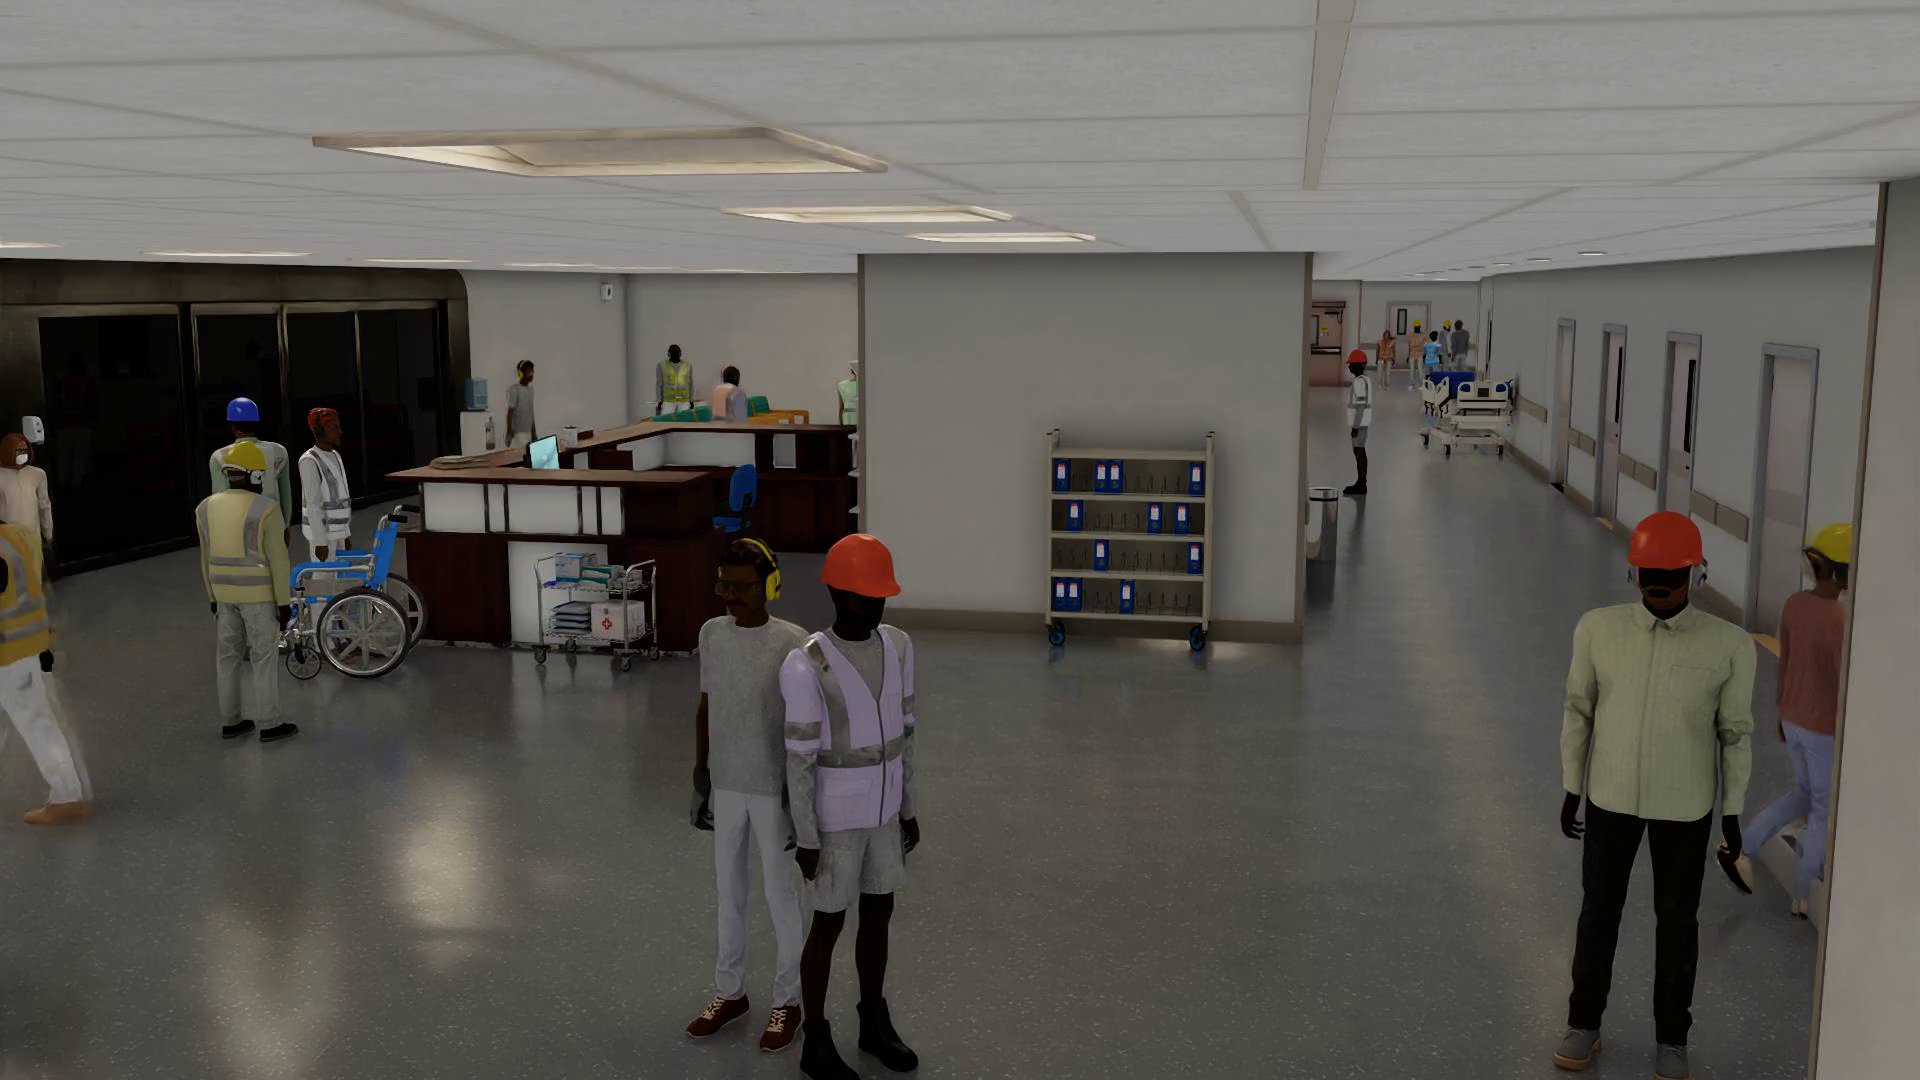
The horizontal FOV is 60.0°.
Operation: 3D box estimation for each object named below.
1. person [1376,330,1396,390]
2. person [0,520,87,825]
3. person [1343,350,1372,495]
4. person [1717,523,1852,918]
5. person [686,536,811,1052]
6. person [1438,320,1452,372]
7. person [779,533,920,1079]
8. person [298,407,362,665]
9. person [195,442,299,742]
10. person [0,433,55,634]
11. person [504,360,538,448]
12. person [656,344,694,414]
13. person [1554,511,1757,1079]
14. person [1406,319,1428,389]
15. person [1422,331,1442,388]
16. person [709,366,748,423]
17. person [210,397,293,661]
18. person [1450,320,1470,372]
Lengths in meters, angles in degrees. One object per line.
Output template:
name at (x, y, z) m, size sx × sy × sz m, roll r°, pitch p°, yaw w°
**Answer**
person at (11.615, -4.903, 45.376) m, size 0.537 × 1.614 × 0.578 m, roll 2°, pitch 9°, yaw 16°
person at (-4.956, 0.587, 8.418) m, size 0.940 × 1.789 × 0.624 m, roll -3°, pitch 9°, yaw -22°
person at (5.310, -1.574, 22.271) m, size 0.372 × 1.934 × 0.551 m, roll 3°, pitch 9°, yaw 21°
person at (3.667, 0.791, 7.181) m, size 0.495 × 1.752 × 0.530 m, roll 0°, pitch 9°, yaw -1°
person at (-0.764, 0.909, 6.027) m, size 0.509 × 1.868 × 0.328 m, roll 4°, pitch 9°, yaw 23°
person at (14.421, -5.602, 49.343) m, size 0.404 × 1.833 × 0.588 m, roll -2°, pitch 9°, yaw -13°
person at (-0.348, 0.928, 5.715) m, size 0.384 × 1.929 × 0.539 m, roll 8°, pitch 12°, yaw 44°
person at (-4.623, -0.030, 12.204) m, size 0.355 × 1.882 × 0.576 m, roll -1°, pitch 9°, yaw -4°
person at (-4.317, 0.318, 10.105) m, size 0.597 × 1.824 × 0.403 m, roll 2°, pitch 9°, yaw 15°
person at (-7.389, -0.031, 13.077) m, size 0.285 × 1.627 × 0.504 m, roll 6°, pitch 10°, yaw 34°
person at (-5.588, -1.371, 21.211) m, size 0.440 × 1.850 × 0.546 m, roll 2°, pitch 9°, yaw 15°
person at (-4.688, -2.302, 27.417) m, size 0.633 × 1.843 × 0.429 m, roll -4°, pitch 9°, yaw -22°
person at (2.383, 0.887, 5.742) m, size 0.611 × 1.996 × 0.387 m, roll 5°, pitch 10°, yaw 29°
person at (12.538, -5.086, 45.649) m, size 0.595 × 1.930 × 0.391 m, roll 8°, pitch 12°, yaw 43°
person at (11.988, -4.454, 42.192) m, size 0.532 × 1.693 × 0.319 m, roll 8°, pitch 12°, yaw 43°
person at (-2.799, -1.265, 20.731) m, size 0.661 × 1.788 × 0.844 m, roll 7°, pitch 11°, yaw 39°
person at (-5.235, -0.080, 12.310) m, size 0.391 × 1.949 × 0.602 m, roll 7°, pitch 11°, yaw 41°
person at (13.737, -5.081, 45.596) m, size 0.630 × 1.922 × 0.757 m, roll -4°, pitch 9°, yaw -24°
